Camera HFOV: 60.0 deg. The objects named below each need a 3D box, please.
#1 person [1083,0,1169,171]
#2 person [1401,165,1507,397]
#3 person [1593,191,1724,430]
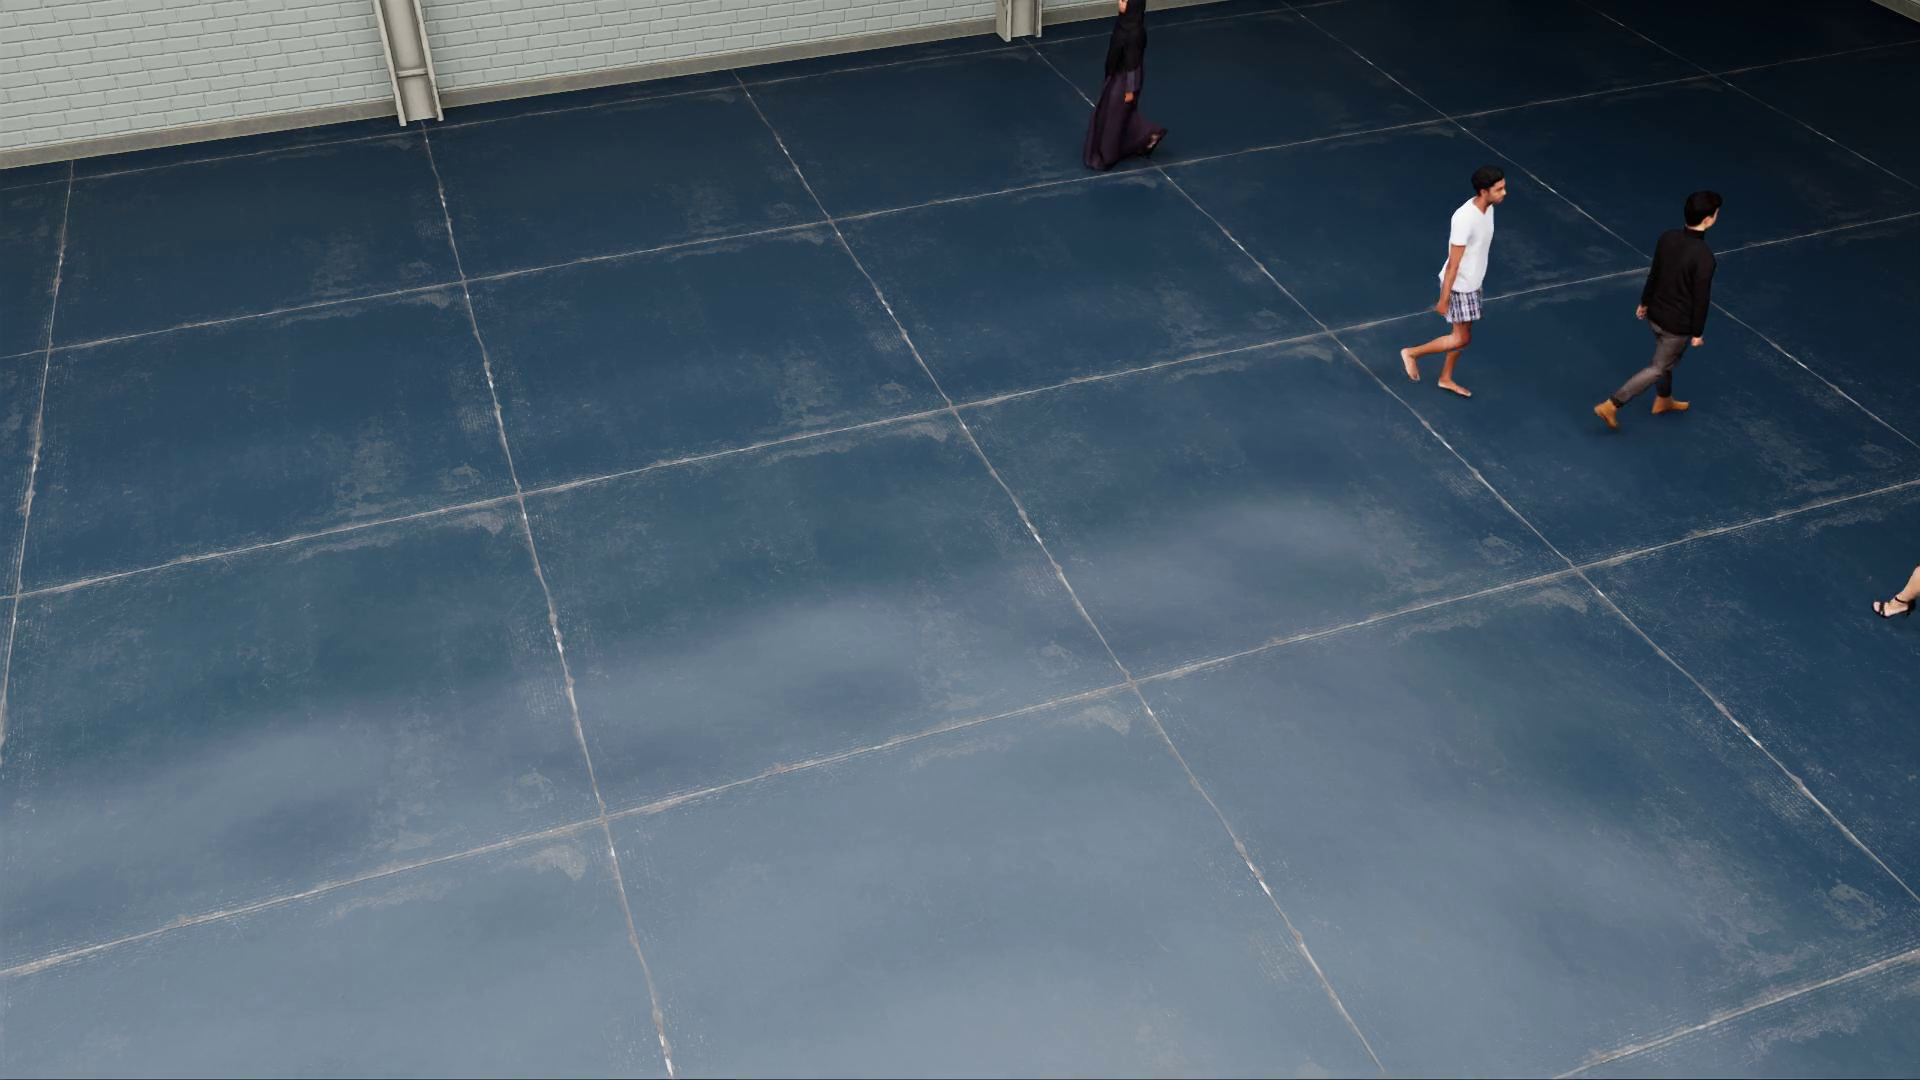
[{"bbox_3d":[1.459,-3.952,14.216,1.041,1.597,0.734,-5,38,-6],"label":"person"},{"bbox_3d":[3.353,-1.770,11.331,0.910,1.717,0.857,22,43,26],"label":"person"},{"bbox_3d":[4.647,-1.474,10.960,1.076,1.708,0.725,-8,39,-10],"label":"person"}]
